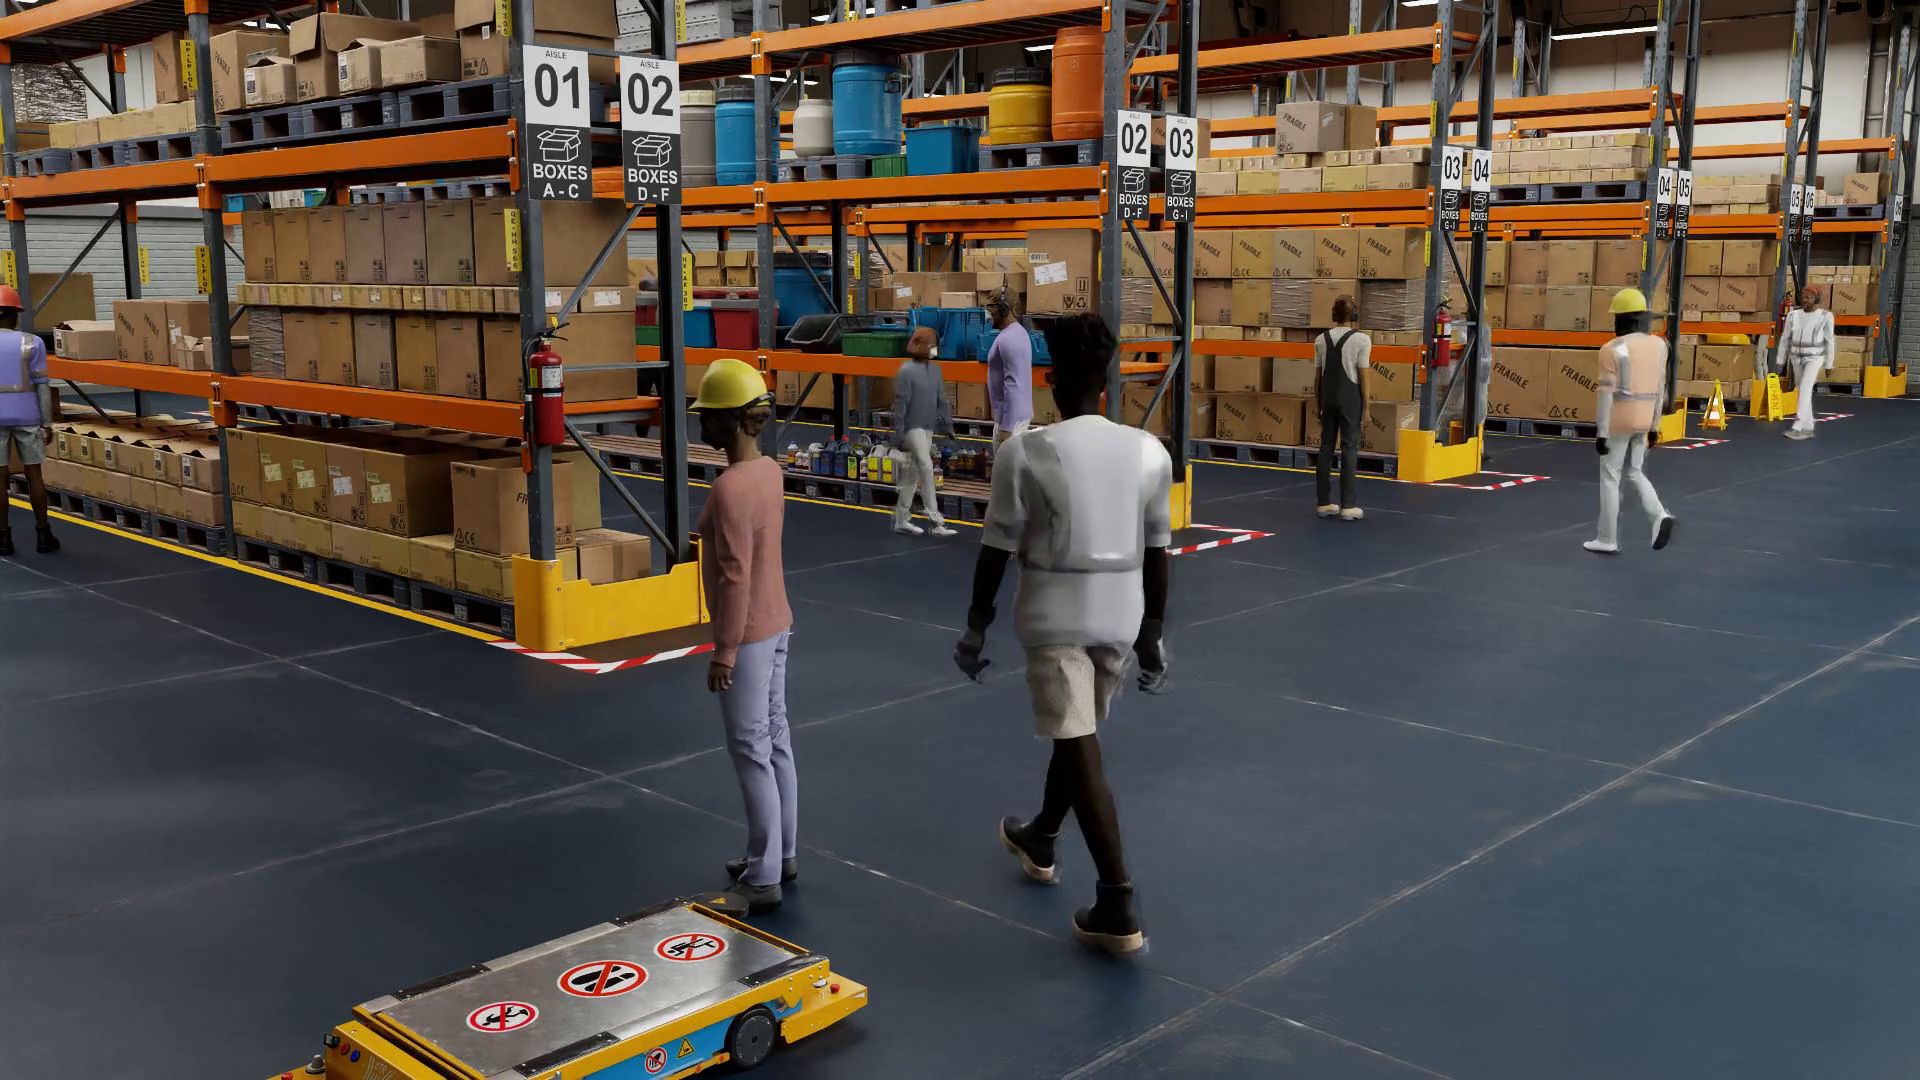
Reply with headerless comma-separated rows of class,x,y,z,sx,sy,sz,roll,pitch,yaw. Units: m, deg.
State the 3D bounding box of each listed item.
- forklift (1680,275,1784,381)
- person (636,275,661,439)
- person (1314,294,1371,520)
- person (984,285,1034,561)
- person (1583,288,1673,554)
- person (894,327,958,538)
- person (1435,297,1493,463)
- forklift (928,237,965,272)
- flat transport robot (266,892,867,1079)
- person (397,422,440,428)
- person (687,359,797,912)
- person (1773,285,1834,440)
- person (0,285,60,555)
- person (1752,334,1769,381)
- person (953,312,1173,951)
forklift,12.480,-3.427,27.053,1.214,2.155,2.313,9,13,43
person,-3.499,-2.086,19.304,0.697,2.000,0.905,-6,11,-32
person,3.153,-1.095,13.713,0.514,1.843,0.360,9,13,43
person,0.346,-0.830,11.785,0.354,1.937,0.635,0,9,3
person,4.784,-0.832,11.862,0.600,1.914,0.614,-4,10,-21
person,-0.223,-0.816,12.700,0.762,1.599,0.520,6,11,32
person,5.402,-1.744,17.815,0.609,1.812,0.649,-6,11,-30
forklift,-0.326,-5.817,39.609,1.129,2.768,1.873,9,13,43
flat transport robot,-0.980,1.246,4.283,0.652,0.197,1.431,9,13,43
person,-4.712,-1.100,14.486,0.499,1.595,0.838,-6,11,-34
person,-0.708,0.305,5.355,0.321,1.767,0.533,1,9,9
person,10.085,-2.114,19.926,0.930,1.845,0.574,-5,11,-29
person,-6.880,-0.870,12.055,0.547,1.930,0.382,-4,10,-21
person,12.048,-2.956,25.042,0.533,1.864,0.310,-9,13,-44
person,0.338,0.253,5.227,0.627,1.917,0.996,-5,11,-28
